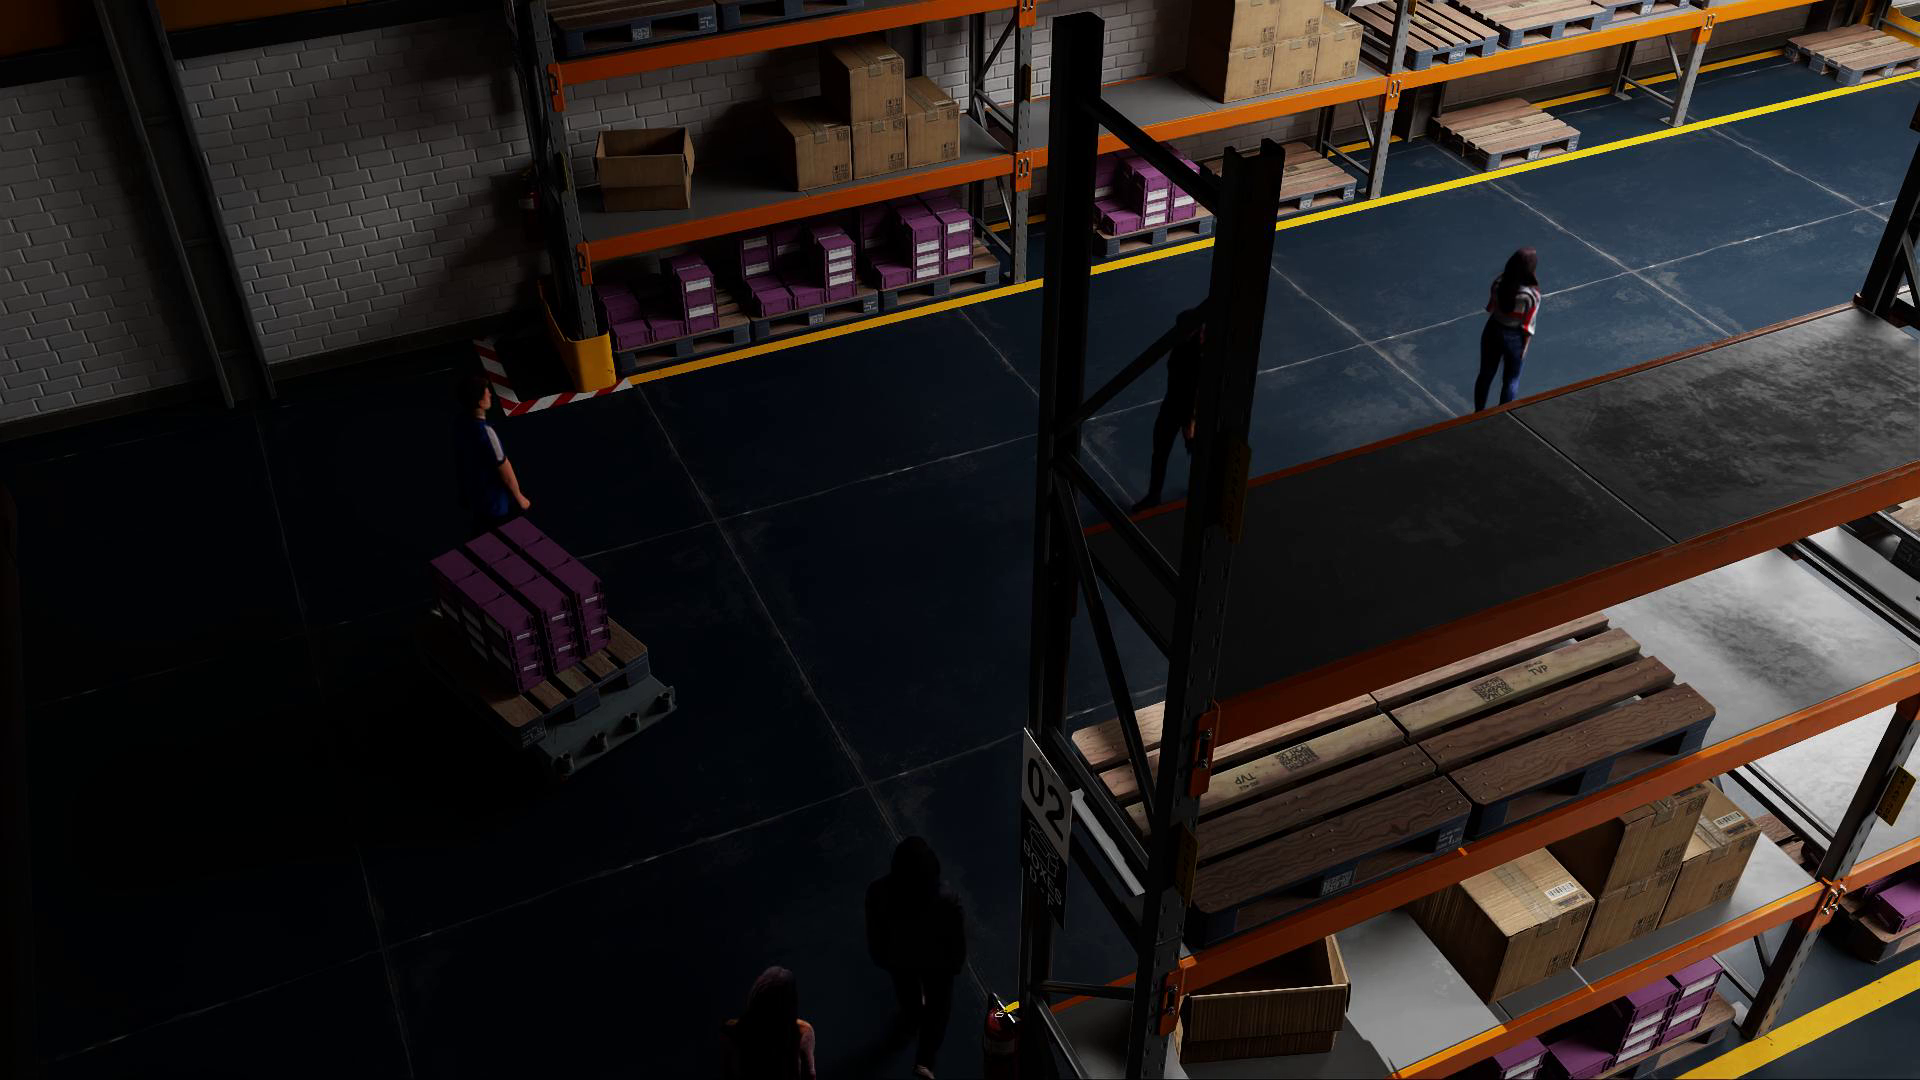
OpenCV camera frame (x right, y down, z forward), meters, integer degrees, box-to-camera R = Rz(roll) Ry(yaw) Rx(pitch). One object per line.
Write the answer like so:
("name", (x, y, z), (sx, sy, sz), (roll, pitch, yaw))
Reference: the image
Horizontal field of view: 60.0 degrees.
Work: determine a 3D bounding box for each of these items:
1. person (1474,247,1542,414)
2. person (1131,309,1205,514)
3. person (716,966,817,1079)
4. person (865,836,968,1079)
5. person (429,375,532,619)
("person", (4.261, -1.574, 13.132), (0.706, 1.606, 0.726), (30, 47, 32))
("person", (1.733, -0.963, 12.323), (1.149, 1.660, 0.735), (-24, 45, -27))
("person", (-0.869, 2.692, 7.655), (1.064, 1.773, 0.839), (-9, 39, -11))
("person", (-0.235, 2.147, 8.493), (0.971, 1.579, 0.995), (6, 39, 8))
("person", (-3.290, -0.235, 11.284), (1.319, 1.818, 0.770), (-24, 45, -27))
